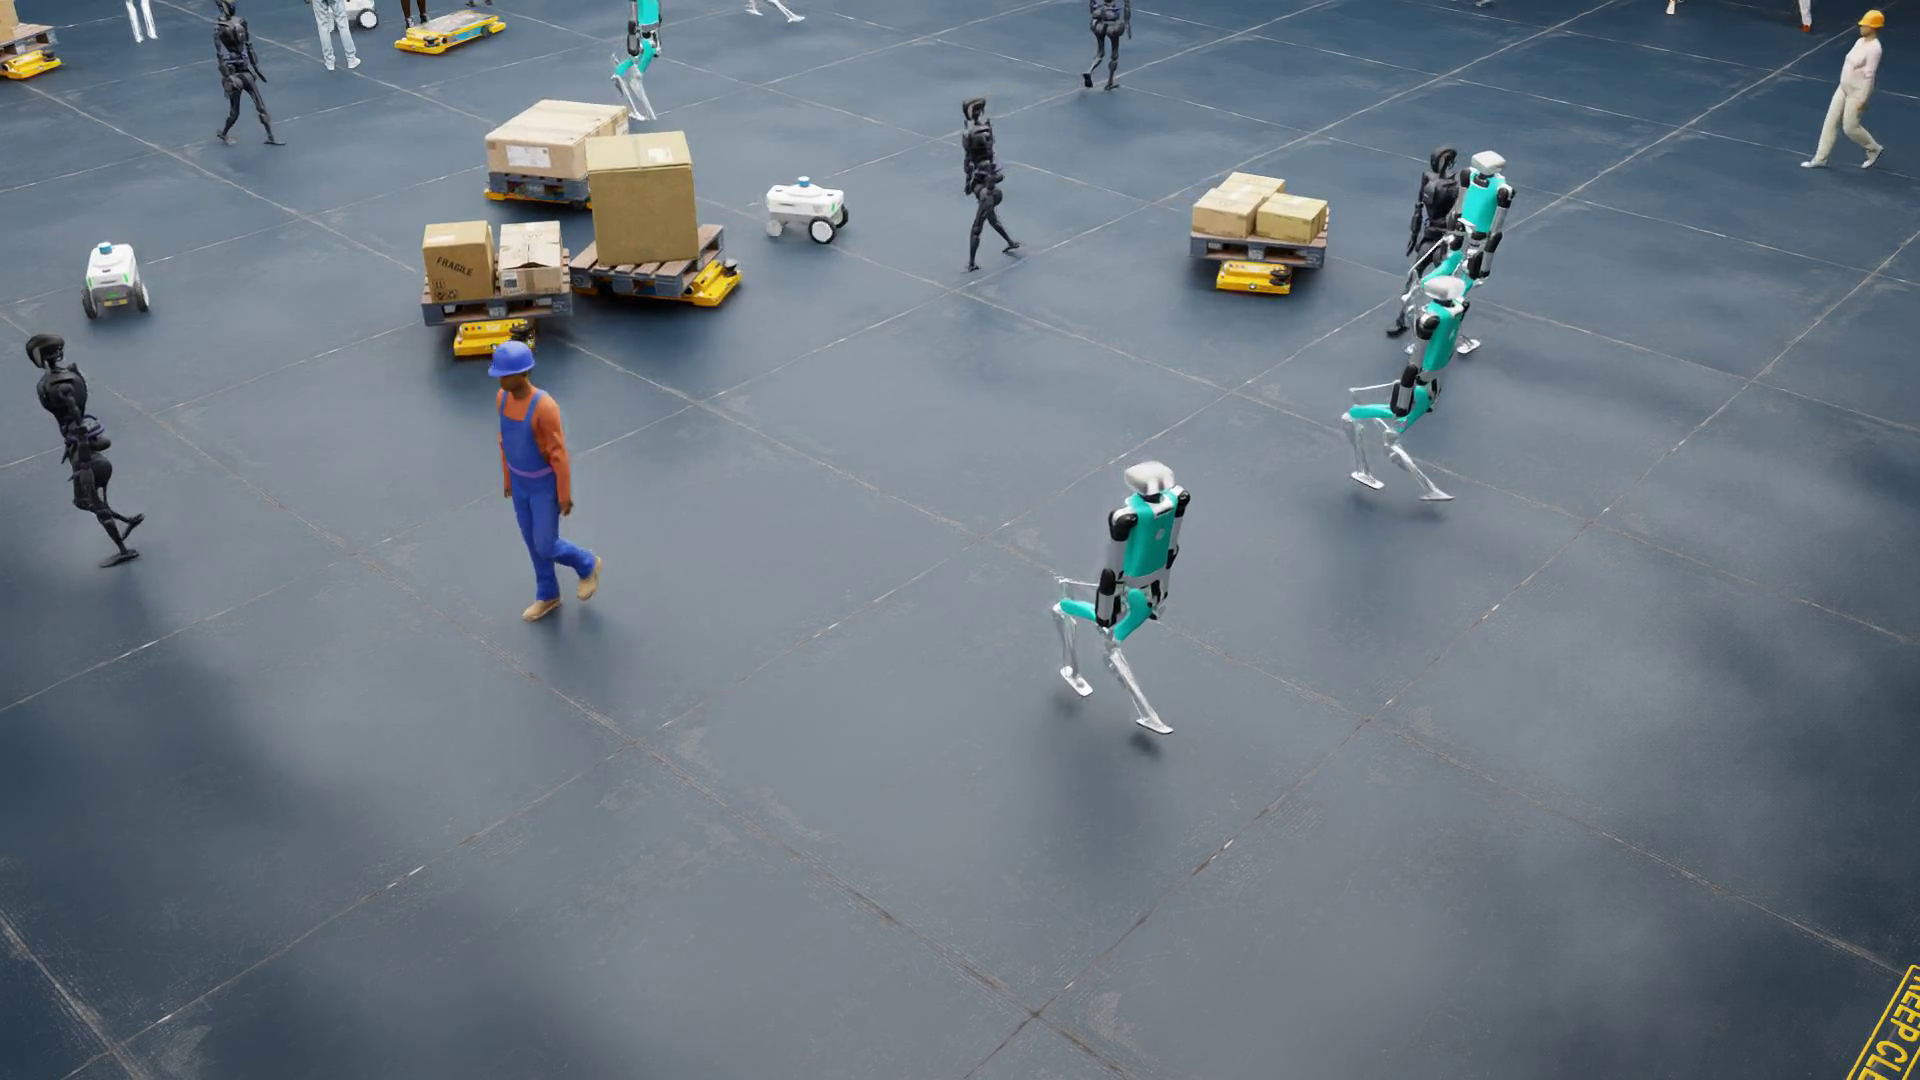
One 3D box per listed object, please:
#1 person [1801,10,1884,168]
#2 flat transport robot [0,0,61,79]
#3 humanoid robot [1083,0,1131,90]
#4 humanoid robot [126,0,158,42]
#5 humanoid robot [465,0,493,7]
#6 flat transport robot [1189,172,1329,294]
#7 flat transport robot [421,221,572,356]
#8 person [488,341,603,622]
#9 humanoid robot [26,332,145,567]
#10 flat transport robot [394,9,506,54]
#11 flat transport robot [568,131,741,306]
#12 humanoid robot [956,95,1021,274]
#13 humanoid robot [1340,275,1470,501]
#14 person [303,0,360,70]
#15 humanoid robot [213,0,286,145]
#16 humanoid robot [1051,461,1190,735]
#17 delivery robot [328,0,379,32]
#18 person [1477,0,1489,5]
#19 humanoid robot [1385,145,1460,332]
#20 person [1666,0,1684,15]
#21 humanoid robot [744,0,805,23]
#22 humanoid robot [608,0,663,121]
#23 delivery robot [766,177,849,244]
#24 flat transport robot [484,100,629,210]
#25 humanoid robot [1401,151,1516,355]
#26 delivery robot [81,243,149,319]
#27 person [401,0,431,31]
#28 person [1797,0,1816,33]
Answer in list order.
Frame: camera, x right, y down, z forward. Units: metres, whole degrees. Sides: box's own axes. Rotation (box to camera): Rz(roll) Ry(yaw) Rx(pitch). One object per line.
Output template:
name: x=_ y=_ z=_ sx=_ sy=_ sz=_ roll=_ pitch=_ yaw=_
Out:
person: x=9.386 y=-4.673 z=17.345 sx=0.682 sy=1.676 sz=0.473 roll=0 pitch=32 yaw=-1
flat transport robot: x=-12.089 y=-6.009 z=20.830 sx=1.431 sy=0.231 sz=0.659 roll=10 pitch=33 yaw=15
humanoid robot: x=1.728 y=-6.161 z=19.740 sx=0.599 sy=1.639 sz=0.511 roll=23 pitch=38 yaw=32
humanoid robot: x=-10.824 y=-7.383 z=21.653 sx=0.540 sy=1.795 sz=0.699 roll=-16 pitch=35 yaw=-24
humanoid robot: x=-6.845 y=-8.332 z=23.235 sx=0.588 sy=1.654 sz=0.323 roll=-14 pitch=35 yaw=-21
flat transport robot: x=2.761 y=-2.655 z=15.430 sx=0.659 sy=0.231 sz=1.431 roll=7 pitch=32 yaw=10
flat transport robot: x=-3.951 y=-1.992 z=14.361 sx=0.659 sy=0.231 sz=1.431 roll=-6 pitch=32 yaw=-10
person: x=-2.585 y=-0.362 z=10.196 sx=0.525 sy=1.898 sz=0.470 roll=21 pitch=38 yaw=30
humanoid robot: x=-5.633 y=-0.588 z=10.774 sx=0.417 sy=1.644 sz=0.585 roll=-23 pitch=39 yaw=-32
flat transport robot: x=-6.724 y=-6.716 z=21.969 sx=0.659 sy=0.231 sz=1.431 roll=15 pitch=35 yaw=23
flat transport robot: x=-2.765 y=-2.360 z=14.955 sx=1.431 sy=0.231 sz=0.659 roll=7 pitch=33 yaw=11
humanoid robot: x=0.274 y=-3.257 z=15.121 sx=0.747 sy=1.640 sz=0.584 roll=-14 pitch=35 yaw=-22
humanoid robot: x=3.027 y=-1.034 z=11.418 sx=0.973 sy=1.731 sz=0.544 roll=26 pitch=40 yaw=36
person: x=-7.828 y=-6.783 z=20.513 sx=0.587 sy=1.920 sz=0.392 roll=-8 pitch=33 yaw=-12
humanoid robot: x=-7.860 y=-5.086 z=18.056 sx=0.765 sy=1.634 sz=0.609 roll=9 pitch=33 yaw=13
humanoid robot: x=0.836 y=0.264 z=9.376 sx=0.541 sy=1.748 sz=1.043 roll=-23 pitch=39 yaw=-33
delivery robot: x=-8.249 y=-7.187 z=22.470 sx=0.807 sy=0.609 sz=0.499 roll=-11 pitch=33 yaw=-17
person: x=7.176 y=-8.402 z=23.254 sx=0.542 sy=1.777 sz=0.846 roll=-20 pitch=37 yaw=-29
humanoid robot: x=3.981 y=-2.472 z=13.839 sx=0.679 sy=1.643 sz=0.601 roll=-14 pitch=34 yaw=-21
person: x=10.058 y=-8.266 z=22.966 sx=0.540 sy=1.847 sz=0.745 roll=10 pitch=33 yaw=16
humanoid robot: x=-2.645 y=-7.786 z=22.354 sx=1.063 sy=1.755 sz=0.557 roll=4 pitch=32 yaw=7
humanoid robot: x=-3.691 y=-5.579 z=18.804 sx=0.710 sy=1.838 sz=0.551 roll=16 pitch=35 yaw=24
delivery robot: x=-1.457 y=-3.183 z=16.028 sx=0.791 sy=0.614 sz=0.499 roll=7 pitch=33 yaw=11
flat transport robot: x=-4.054 y=-3.619 z=16.981 sx=1.431 sy=0.231 sz=0.659 roll=8 pitch=33 yaw=12
humanoid robot: x=3.937 y=-2.214 z=13.345 sx=0.902 sy=1.775 sz=0.576 roll=-15 pitch=35 yaw=-23
delivery robot: x=-7.432 y=-2.302 z=14.594 sx=0.499 sy=0.599 sz=0.784 roll=-11 pitch=33 yaw=-17
person: x=-7.274 y=-7.708 z=21.961 sx=0.363 sy=1.964 sz=0.610 roll=19 pitch=37 yaw=28
person: x=11.313 y=-7.682 z=22.080 sx=0.543 sy=1.790 sz=0.524 roll=2 pitch=32 yaw=3
